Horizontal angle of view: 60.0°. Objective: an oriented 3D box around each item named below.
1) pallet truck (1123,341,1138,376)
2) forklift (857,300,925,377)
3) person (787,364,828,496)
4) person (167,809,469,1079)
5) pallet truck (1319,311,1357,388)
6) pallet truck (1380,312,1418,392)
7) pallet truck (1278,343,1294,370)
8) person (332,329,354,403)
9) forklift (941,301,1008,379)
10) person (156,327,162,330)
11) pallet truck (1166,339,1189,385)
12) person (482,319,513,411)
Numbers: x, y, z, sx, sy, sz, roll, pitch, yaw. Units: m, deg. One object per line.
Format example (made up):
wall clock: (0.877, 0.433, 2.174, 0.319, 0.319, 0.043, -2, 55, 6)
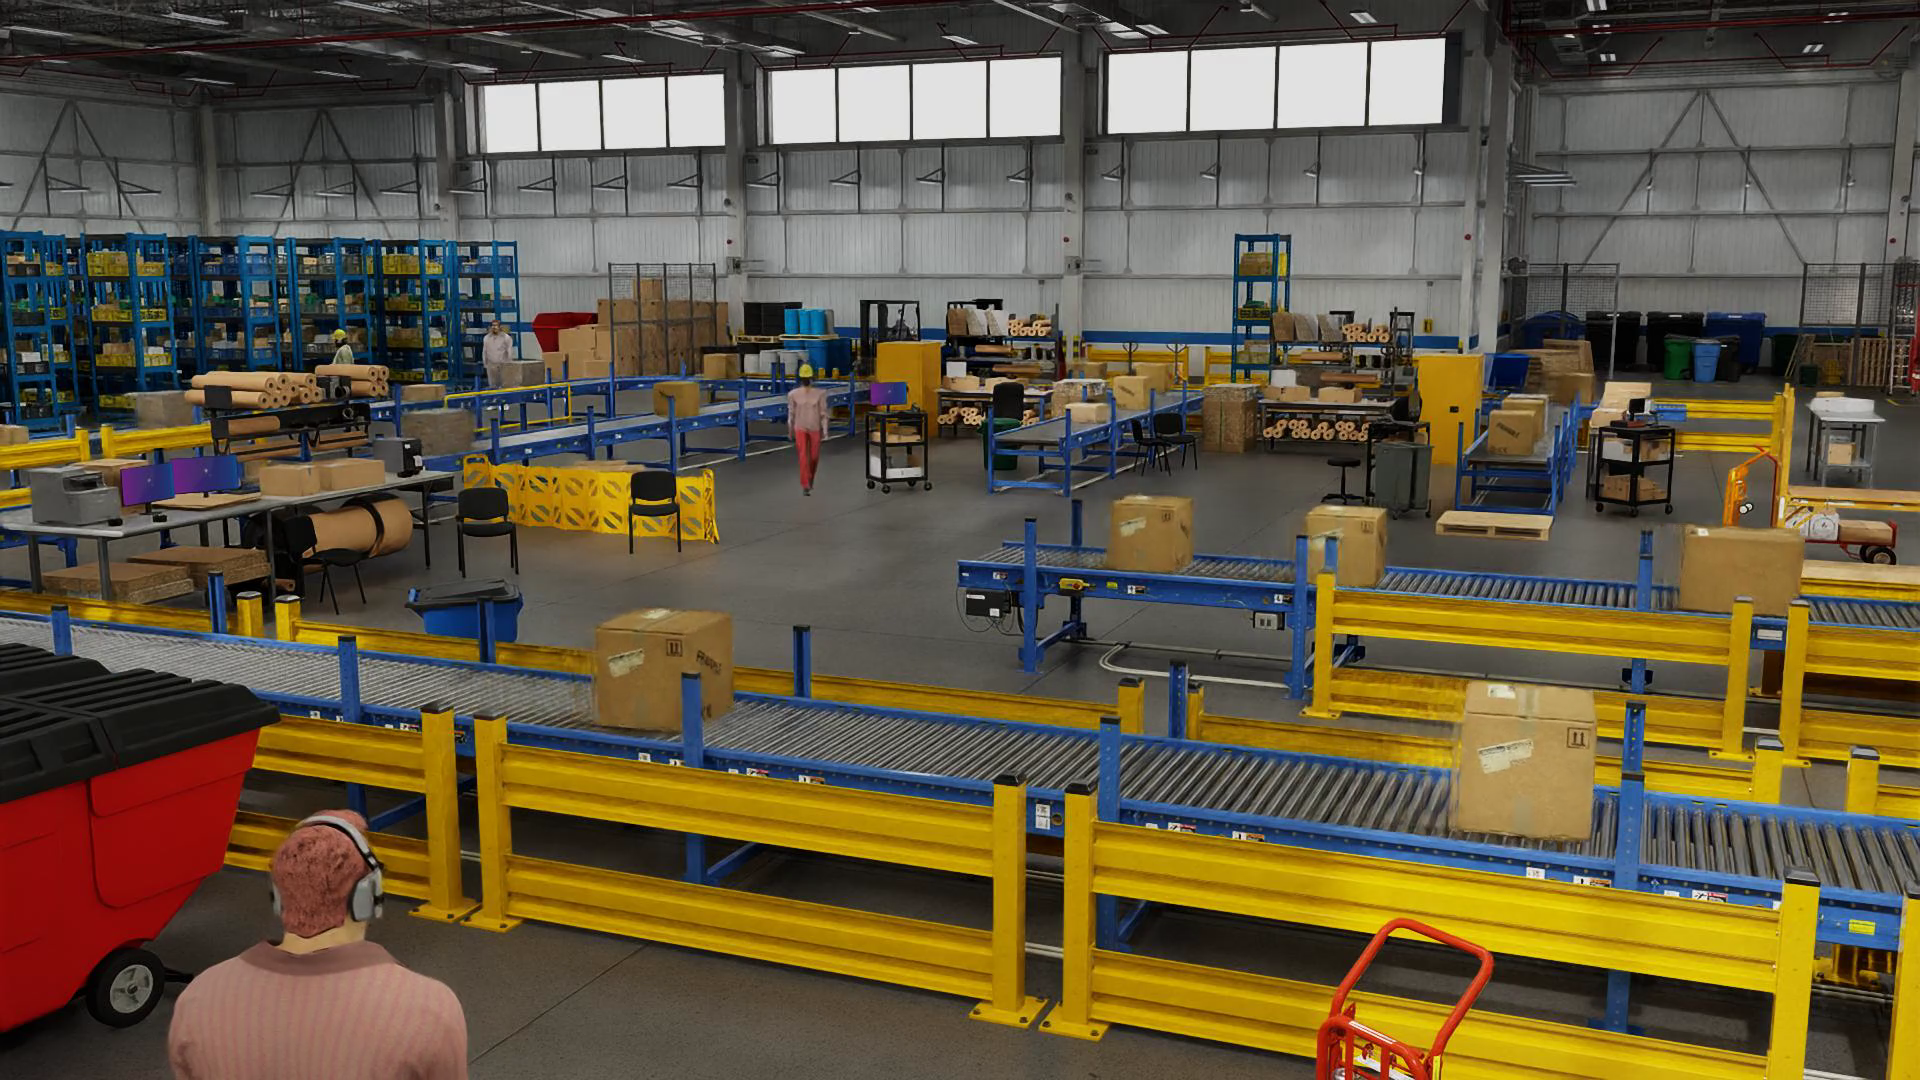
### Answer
pallet truck: (4.445, -4.380, 41.279, 0.680, 1.201, 1.601, 4, 10, 22)
forklift: (-1.732, -5.109, 42.468, 1.157, 1.987, 2.680, 4, 10, 22)
person: (-2.034, -1.486, 22.161, 0.529, 1.745, 0.698, -2, 10, -10)
person: (-1.321, 1.512, 3.575, 0.642, 1.899, 0.395, 1, 9, 6)
pallet truck: (9.071, -4.419, 39.190, 0.823, 1.965, 1.885, 5, 10, 26)
pallet truck: (10.207, -4.283, 38.369, 0.823, 1.965, 1.885, 3, 10, 20)
pallet truck: (7.886, -4.163, 39.743, 0.653, 1.274, 1.630, 4, 10, 22)
person: (-11.720, -3.088, 31.641, 0.404, 1.829, 0.592, -4, 10, -21)
forklift: (0.365, -4.966, 41.571, 1.157, 1.987, 2.680, 3, 10, 20)
person: (-17.905, -4.010, 37.232, 0.569, 1.831, 0.411, -7, 12, -37)
pallet truck: (5.418, -4.269, 40.420, 0.704, 1.261, 1.522, 3, 10, 20)
person: (-9.695, -3.656, 34.834, 0.641, 1.913, 0.407, 1, 9, 6)
